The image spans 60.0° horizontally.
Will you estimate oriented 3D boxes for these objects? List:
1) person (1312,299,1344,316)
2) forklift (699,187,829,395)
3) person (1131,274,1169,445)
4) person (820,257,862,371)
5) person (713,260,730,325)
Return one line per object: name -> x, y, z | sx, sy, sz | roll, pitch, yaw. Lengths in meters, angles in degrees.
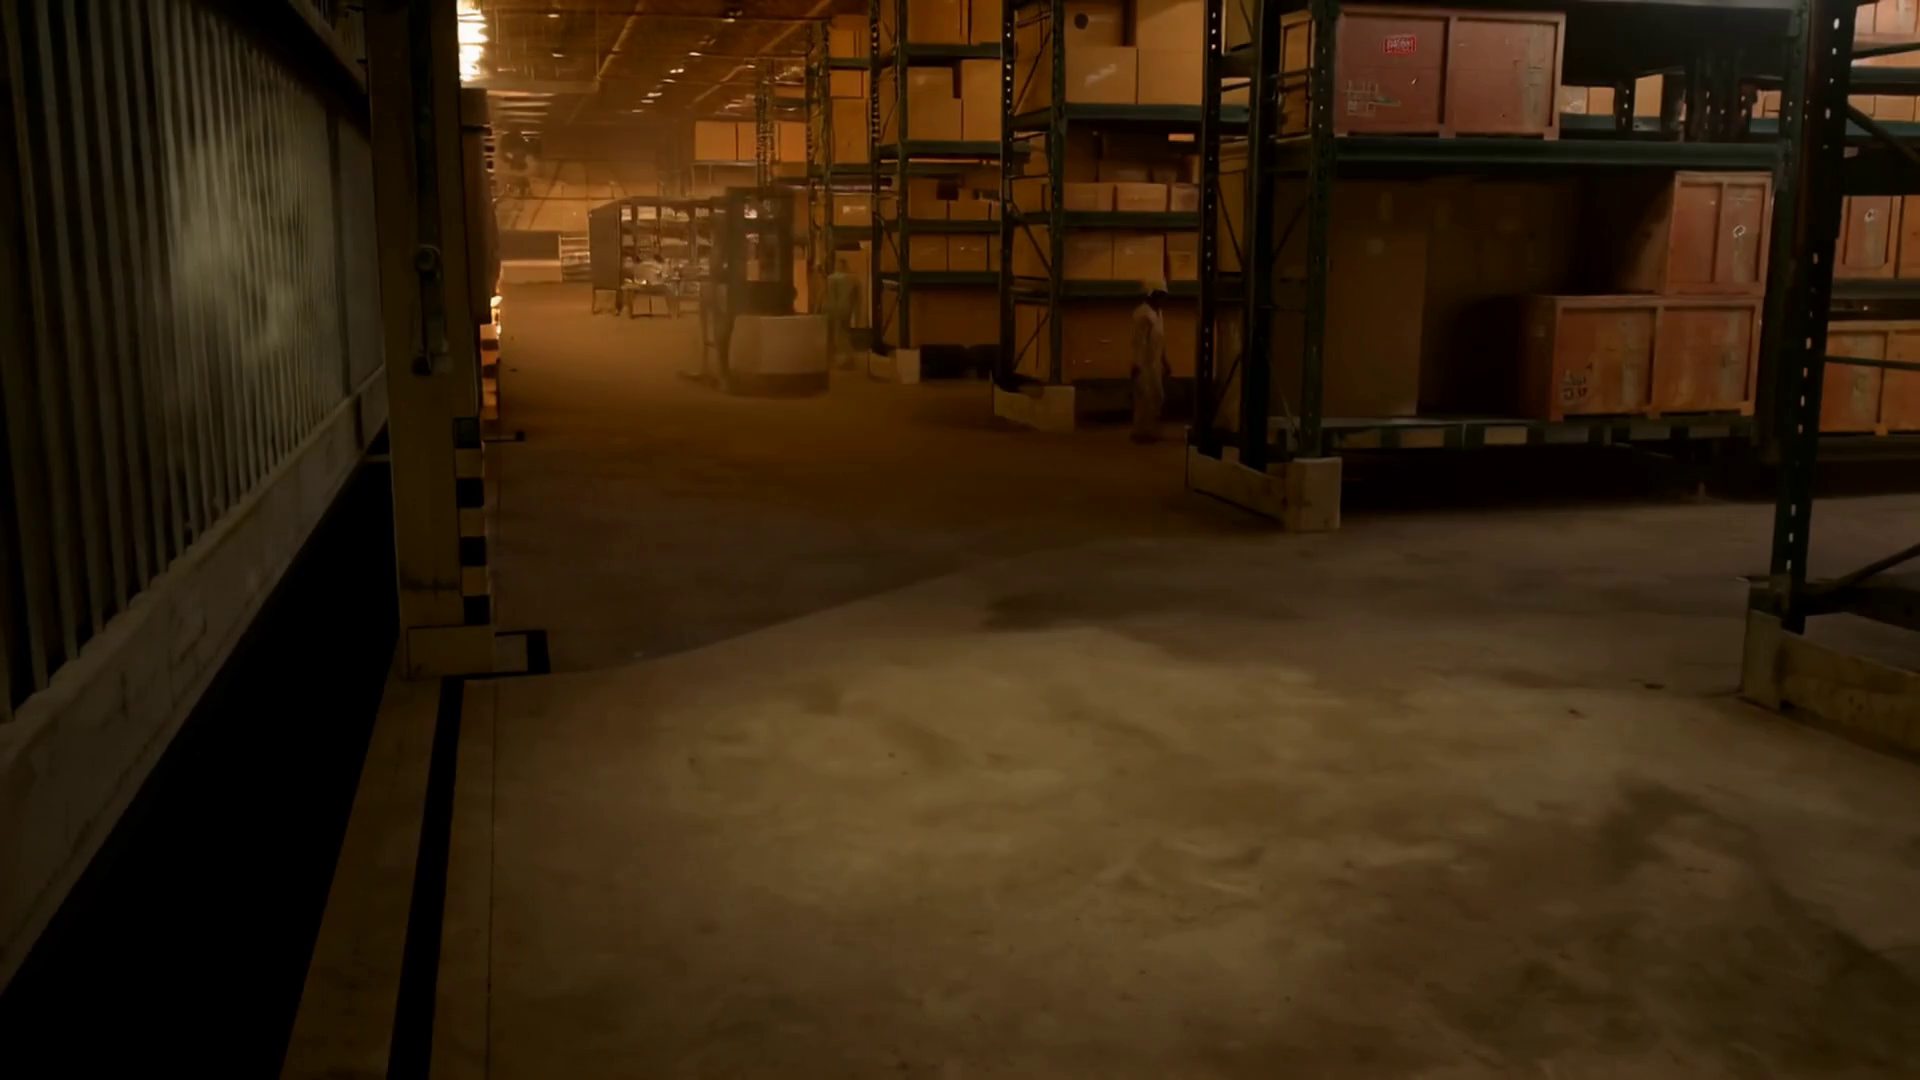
person -> 3.636, -1.763, 16.373 | 0.438, 1.809, 0.614 | 3, 10, 16
forklift -> -2.724, -3.472, 23.031 | 1.129, 2.768, 1.873 | -7, 12, -35
person -> 1.998, -1.828, 16.943 | 0.554, 1.731, 0.596 | 5, 11, 25
person -> -2.005, -3.682, 27.120 | 0.728, 1.842, 0.958 | 9, 13, 40
person -> -5.373, -5.496, 37.796 | 0.482, 1.715, 0.789 | -2, 10, -13
